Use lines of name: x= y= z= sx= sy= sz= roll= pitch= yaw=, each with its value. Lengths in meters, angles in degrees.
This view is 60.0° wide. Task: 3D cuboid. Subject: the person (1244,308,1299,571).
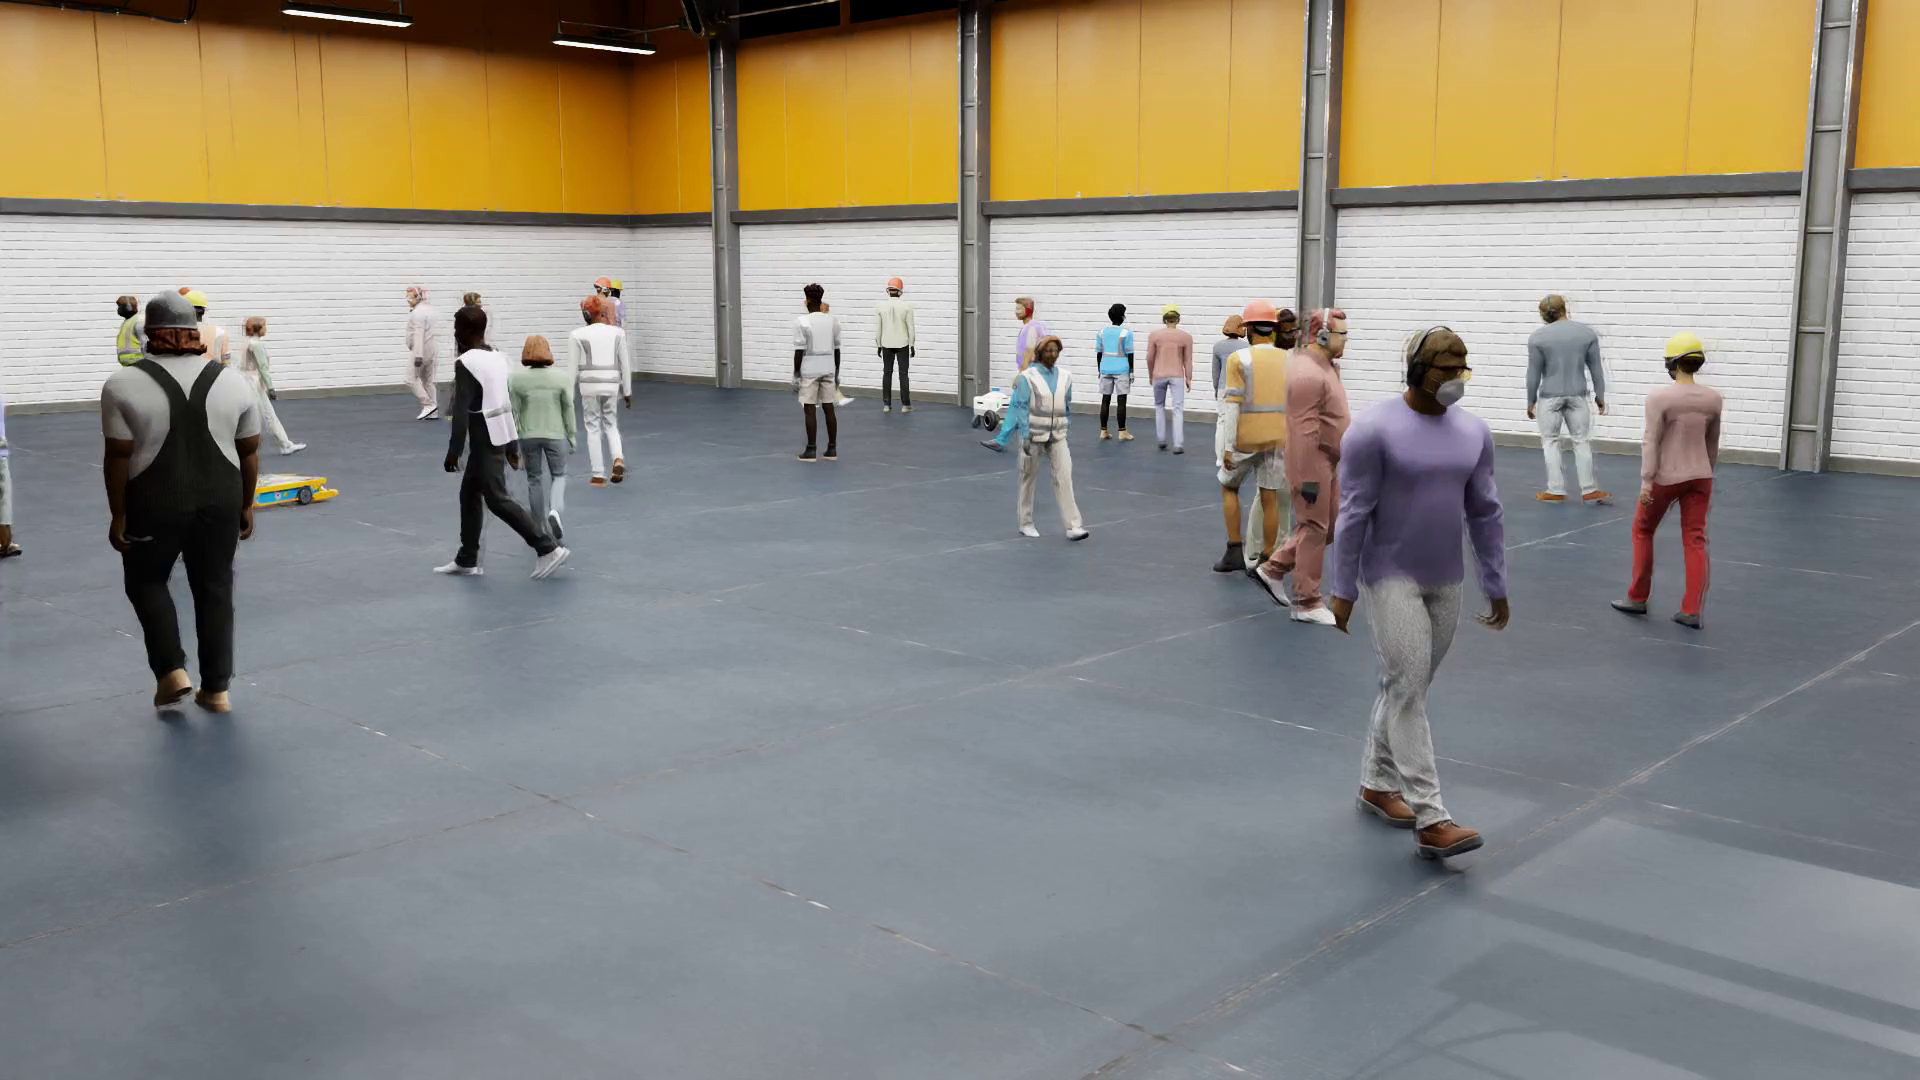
person: x=2.241 y=-0.700 z=11.694 sx=0.379 sy=1.850 sz=0.536 roll=8 pitch=12 yaw=40

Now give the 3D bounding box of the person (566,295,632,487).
person: x=-3.494 y=-1.436 z=16.161 sx=0.618 sy=1.863 sz=0.463 roll=-6 pitch=11 yaw=-32

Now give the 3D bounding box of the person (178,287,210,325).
person: x=-10.393 y=-2.470 z=22.514 sx=0.450 sy=1.871 sz=0.643 roll=6 pitch=11 yaw=33

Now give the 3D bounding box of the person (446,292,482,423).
person: x=-6.665 y=-2.512 z=22.953 sx=0.970 sy=1.795 sz=0.535 roll=-5 pitch=10 yaw=-26

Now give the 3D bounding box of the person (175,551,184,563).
person: x=-5.586 y=-0.682 z=11.965 sx=0.422 sy=1.714 sz=0.510 roll=6 pitch=11 yaw=32

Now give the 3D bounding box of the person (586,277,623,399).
person: x=-5.791 y=-3.274 z=27.056 sx=0.608 sy=1.986 sz=0.391 roll=6 pitch=11 yaw=32

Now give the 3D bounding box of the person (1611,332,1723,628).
person: x=4.257 y=-0.371 z=9.999 sx=0.543 sy=1.741 sz=0.722 roll=-2 pitch=9 yaw=-10

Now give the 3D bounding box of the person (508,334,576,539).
person: x=-3.224 y=-0.774 z=12.824 sx=0.512 sy=1.619 sz=0.528 roll=-2 pitch=9 yaw=-12

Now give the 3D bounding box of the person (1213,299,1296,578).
person: x=2.022 y=-0.677 z=11.351 sx=0.560 sy=1.910 sz=0.547 roll=-3 pitch=10 yaw=-16

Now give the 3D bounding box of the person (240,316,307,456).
person: x=-7.801 y=-1.690 z=18.553 sx=0.872 sy=1.590 sz=0.537 roll=-5 pitch=11 yaw=-30

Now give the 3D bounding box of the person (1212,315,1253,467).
person: x=2.922 y=-1.587 z=17.782 sx=0.499 sy=1.634 sz=0.279 roll=8 pitch=12 yaw=40

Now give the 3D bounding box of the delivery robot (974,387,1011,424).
delivery robot: x=0.471 y=-1.781 z=21.990 sx=0.477 sy=0.478 sz=0.707 roll=-5 pitch=10 yaw=-26

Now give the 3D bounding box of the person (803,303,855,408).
person: x=-2.028 y=-2.811 z=25.398 sx=0.800 sy=1.601 sz=0.513 roll=1 pitch=9 yaw=7

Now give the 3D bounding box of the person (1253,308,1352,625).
person: x=2.080 y=-0.436 z=9.958 sx=0.522 sy=1.896 sz=0.646 roll=4 pitch=10 yaw=21

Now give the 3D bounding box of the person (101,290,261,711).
person: x=-3.714 y=-0.186 z=7.950 sx=0.708 sy=2.000 sz=0.538 roll=-8 pitch=12 yaw=-39

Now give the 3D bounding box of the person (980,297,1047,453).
person: x=0.753 y=-1.882 z=19.115 sx=0.992 sy=1.794 sz=0.590 roll=-2 pitch=9 yaw=-12

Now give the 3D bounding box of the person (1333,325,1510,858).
person: x=1.746 y=0.185 z=6.070 sx=0.657 sy=1.907 sz=0.825 roll=-4 pitch=10 yaw=-24

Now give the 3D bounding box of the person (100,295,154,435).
person: x=-10.562 y=-2.246 z=21.378 sx=0.994 sy=1.790 sz=0.624 roll=-8 pitch=12 yaw=-40

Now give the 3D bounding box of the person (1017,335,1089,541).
person: x=0.689 y=-0.774 z=12.905 sx=0.537 sy=1.598 sz=0.826 roll=-4 pitch=10 yaw=-24

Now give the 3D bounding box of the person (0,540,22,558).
person: x=-7.391 y=-0.840 z=12.160 sx=1.065 sy=1.983 sz=0.631 roll=5 pitch=11 yaw=29

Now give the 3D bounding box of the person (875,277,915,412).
person: x=-0.954 y=-2.900 z=24.728 sx=0.611 sy=1.996 sz=0.378 roll=2 pitch=10 yaw=13

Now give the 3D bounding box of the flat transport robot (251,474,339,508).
flat transport robot: x=-6.291 y=-0.412 z=14.750 sx=0.652 sy=0.197 sz=1.431 roll=4 pitch=10 yaw=23

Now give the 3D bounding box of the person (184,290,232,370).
person: x=-7.527 y=-1.505 z=16.452 sx=0.609 sy=1.902 sz=0.663 roll=-7 pitch=11 yaw=-35

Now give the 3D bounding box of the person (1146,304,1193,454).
person: x=2.422 y=-1.866 z=19.286 sx=0.538 sy=1.699 sz=0.824 roll=1 pitch=9 yaw=7

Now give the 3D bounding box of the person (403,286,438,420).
person: x=-7.547 y=-2.600 z=23.224 sx=0.443 sy=1.883 sz=0.699 roll=-1 pitch=9 yaw=-5

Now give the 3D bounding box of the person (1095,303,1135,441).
person: x=1.926 y=-2.069 z=20.548 sx=0.541 sy=1.695 sz=0.316 roll=7 pitch=11 yaw=36

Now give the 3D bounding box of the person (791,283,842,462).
person: x=-1.585 y=-1.845 z=18.352 sx=0.612 sy=1.962 sz=0.366 roll=-7 pitch=11 yaw=-35

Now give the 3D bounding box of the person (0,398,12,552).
person: x=-4.878 y=-0.128 z=8.027 sx=0.563 sy=1.897 sz=0.539 roll=-3 pitch=10 yaw=-20

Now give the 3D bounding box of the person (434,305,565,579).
person: x=-3.179 y=-0.663 z=11.386 sx=0.925 sy=1.883 sz=0.588 roll=0 pitch=9 yaw=3

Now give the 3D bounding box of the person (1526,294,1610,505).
person: x=5.495 y=-1.262 z=15.011 sx=0.782 sy=1.894 sz=0.454 roll=0 pitch=9 yaw=2

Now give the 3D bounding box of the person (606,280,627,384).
person: x=-6.340 y=-3.817 z=30.598 sx=0.581 sy=1.918 sz=0.390 roll=5 pitch=11 yaw=30
